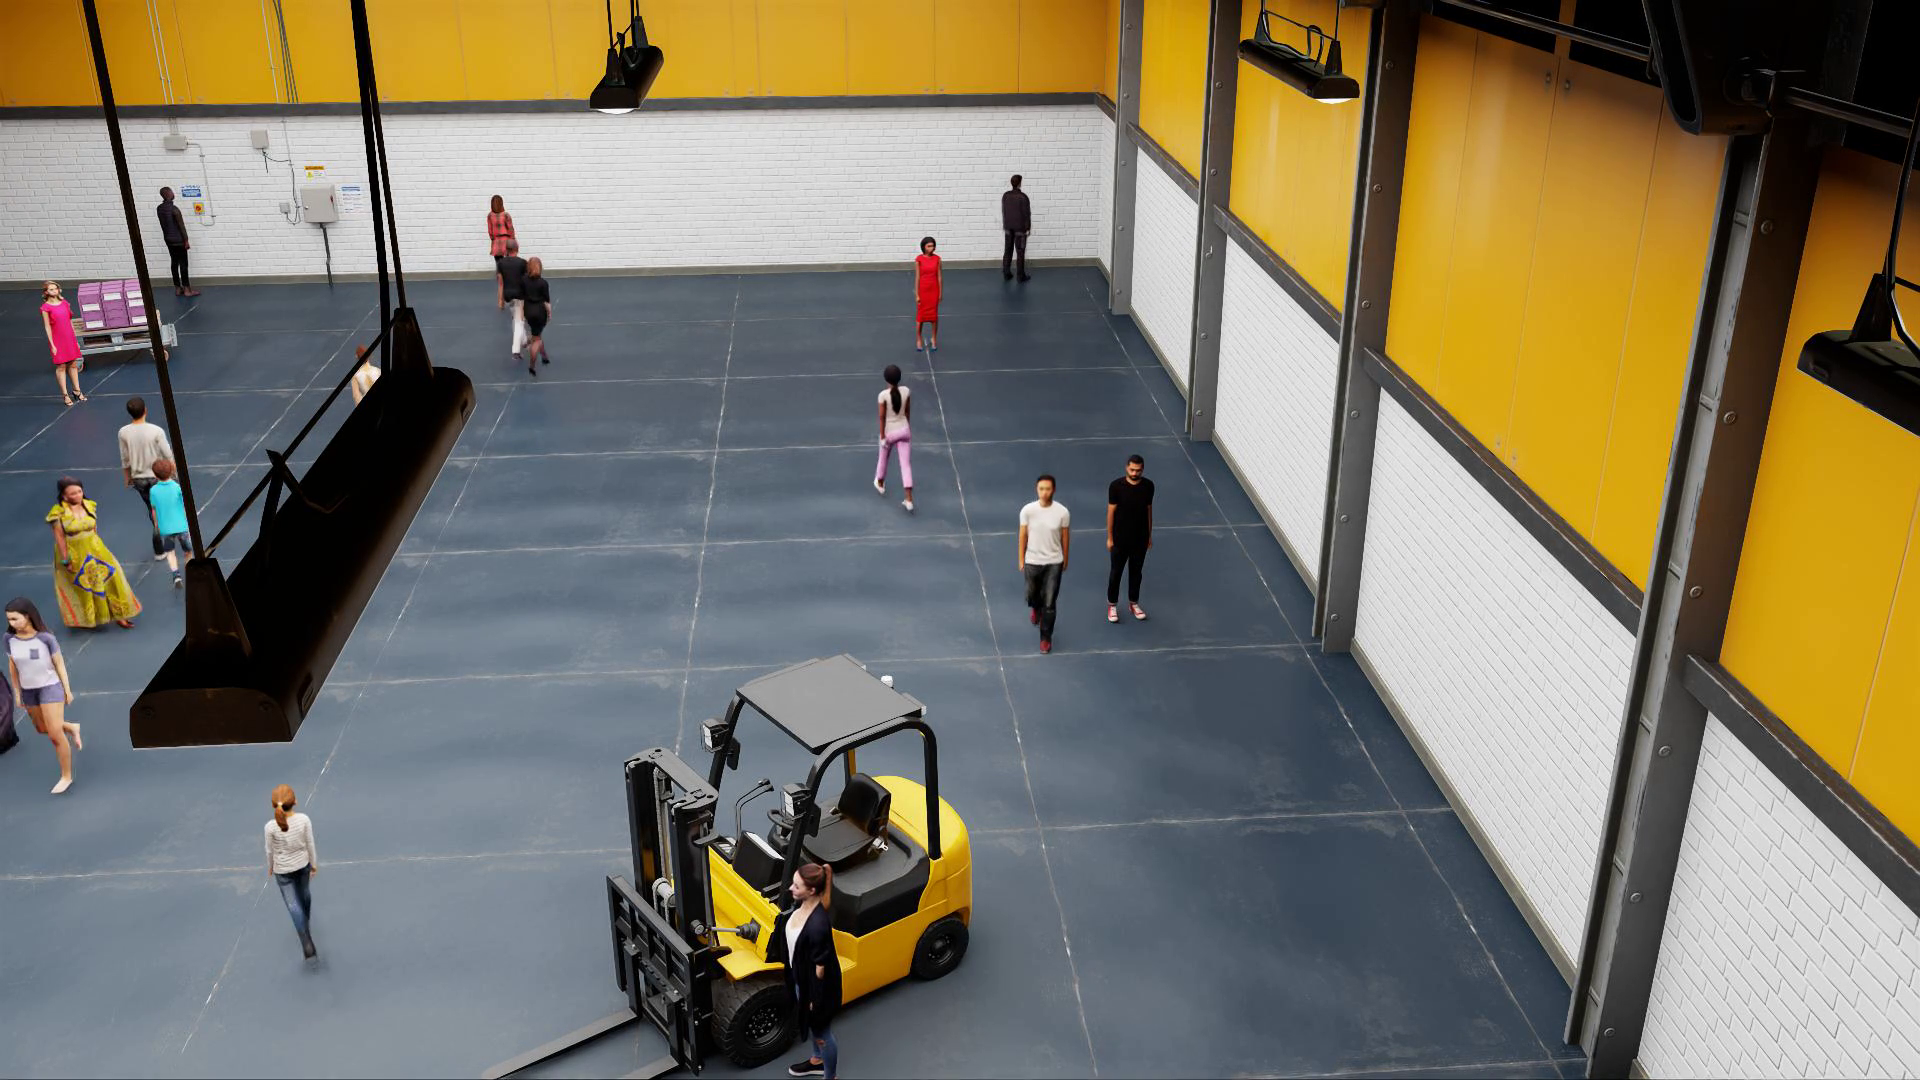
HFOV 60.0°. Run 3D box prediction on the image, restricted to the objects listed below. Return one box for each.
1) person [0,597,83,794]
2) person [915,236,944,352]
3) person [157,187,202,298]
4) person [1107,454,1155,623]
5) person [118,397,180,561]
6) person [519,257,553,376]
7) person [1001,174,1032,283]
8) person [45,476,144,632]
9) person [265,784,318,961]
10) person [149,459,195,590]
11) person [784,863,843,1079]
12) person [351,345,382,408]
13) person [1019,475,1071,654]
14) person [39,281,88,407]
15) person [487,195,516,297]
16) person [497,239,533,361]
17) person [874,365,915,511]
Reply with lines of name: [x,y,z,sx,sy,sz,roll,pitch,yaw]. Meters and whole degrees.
person: [-7.574,1.221,13.819,0.649,1.709,0.970,-2,24,-4]
person: [-0.481,-3.718,25.079,0.599,1.742,0.550,-6,24,-13]
person: [-13.179,-5.020,27.938,0.778,1.836,0.783,12,26,26]
person: [1.693,-0.044,16.657,0.655,1.756,0.587,-5,24,-12]
person: [-8.774,-0.634,17.960,0.667,1.792,0.912,-2,24,-4]
person: [-6.152,-3.190,23.963,0.772,1.668,0.931,5,24,11]
person: [0.957,-5.412,28.833,0.799,1.838,0.813,14,27,29]
person: [-8.722,0.138,16.384,1.092,1.640,1.029,14,27,29]
person: [-4.707,2.354,11.744,0.743,1.296,0.944,-15,28,-31]
person: [-8.165,-0.132,17.254,0.615,1.438,0.686,-8,25,-17]
person: [-0.907,2.737,10.385,0.747,1.684,0.588,-9,25,-19]
person: [-7.191,-1.590,20.333,0.616,1.643,0.598,-13,27,-27]
person: [0.827,0.178,16.105,0.719,1.790,0.936,2,24,4]
person: [-12.320,-2.721,22.814,0.724,1.728,0.631,11,26,24]
person: [-7.691,-4.959,27.967,0.666,1.703,0.638,4,24,9]
person: [-6.576,-3.504,24.580,0.890,1.749,1.313,3,24,8]
person: [-0.706,-1.172,19.308,0.776,1.698,1.189,-9,25,-19]
